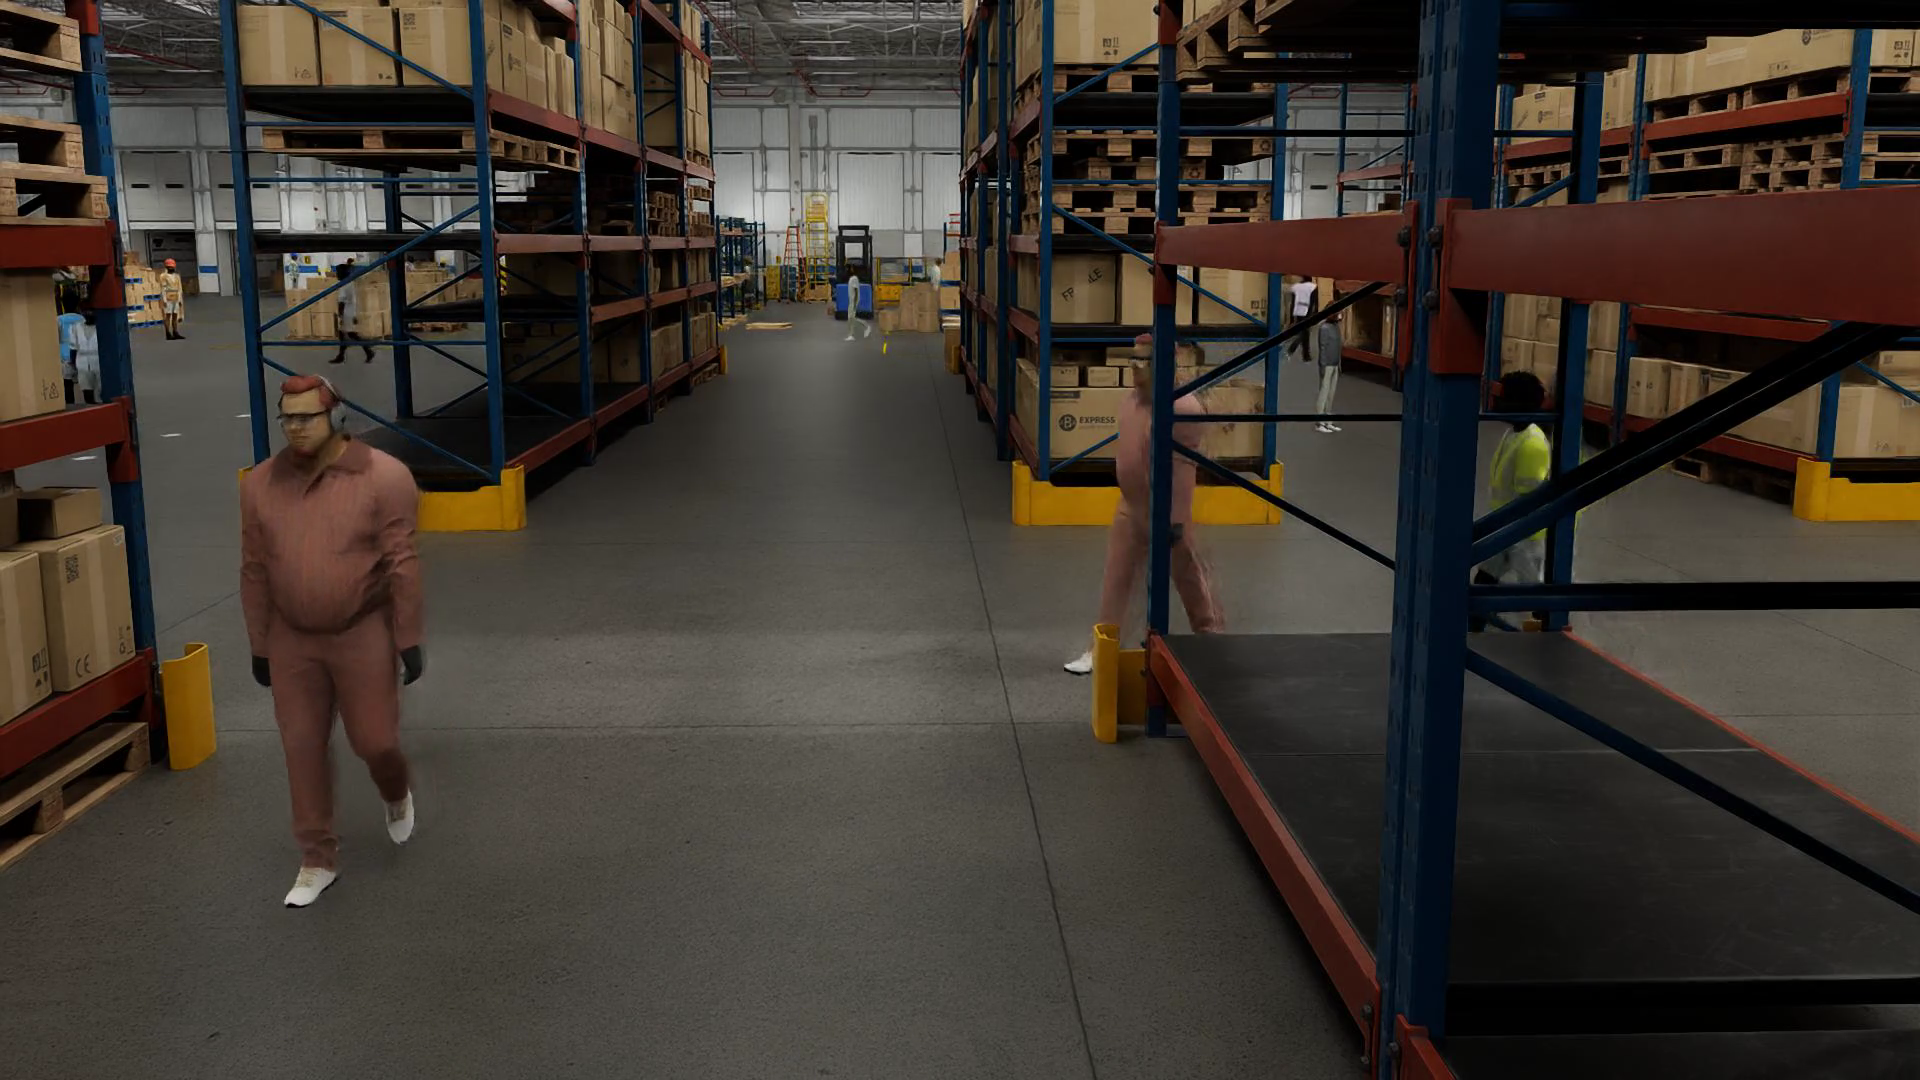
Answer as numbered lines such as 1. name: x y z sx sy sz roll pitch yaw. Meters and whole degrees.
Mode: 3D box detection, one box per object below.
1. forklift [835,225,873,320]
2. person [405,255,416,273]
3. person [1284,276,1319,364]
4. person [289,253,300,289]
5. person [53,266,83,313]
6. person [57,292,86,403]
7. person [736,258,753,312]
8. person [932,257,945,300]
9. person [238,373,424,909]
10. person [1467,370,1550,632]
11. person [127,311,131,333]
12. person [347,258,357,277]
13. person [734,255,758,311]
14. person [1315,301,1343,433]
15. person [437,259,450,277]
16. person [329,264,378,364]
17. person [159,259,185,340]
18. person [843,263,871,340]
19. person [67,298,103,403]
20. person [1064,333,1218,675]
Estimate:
1. forklift: -3.156 -7.964 49.489 1.129 2.768 1.873 0 10 -2
2. person: -20.675 -9.789 62.602 0.430 1.837 0.621 -7 12 -32
3. person: 6.546 -4.297 31.840 0.840 1.886 0.574 -6 12 -32
4. person: -25.439 -10.037 63.632 0.406 1.945 0.615 -3 11 -17
5. person: -21.145 -5.731 39.389 1.036 2.000 0.685 2 10 13
6. person: -11.495 -2.370 21.608 0.540 1.699 0.315 -6 12 -31
7. person: -7.223 -8.487 55.365 0.713 1.812 0.513 -2 10 -9
8. person: -0.674 -7.396 49.117 1.011 1.895 0.639 2 10 13
9. person: -2.263 0.332 6.035 0.666 1.887 0.622 0 10 -2
10. person: 2.807 -0.047 8.734 0.769 1.663 0.553 0 10 1
11. person: -14.808 -3.737 29.066 0.459 1.747 0.543 8 13 37
12. person: -18.237 -7.514 49.841 0.500 1.861 0.328 5 11 24
13. person: -7.270 -8.658 56.120 0.766 1.896 0.602 -3 11 -17
14. person: 4.561 -2.132 20.495 0.284 1.625 0.491 7 13 36
15. person: -19.618 -9.806 63.083 0.505 1.677 0.946 3 11 17
16. person: -11.664 -4.322 31.859 0.916 1.937 0.610 -1 10 -4
17. person: -18.877 -5.765 39.862 0.377 1.938 0.547 3 11 18
18. person: -2.475 -5.670 39.565 0.584 1.853 0.544 -4 11 -23
19. person: -10.357 -2.047 19.879 0.539 1.686 0.362 -1 10 -6
20. person: 1.059 -0.199 9.096 0.980 1.860 0.659 -7 12 -33
